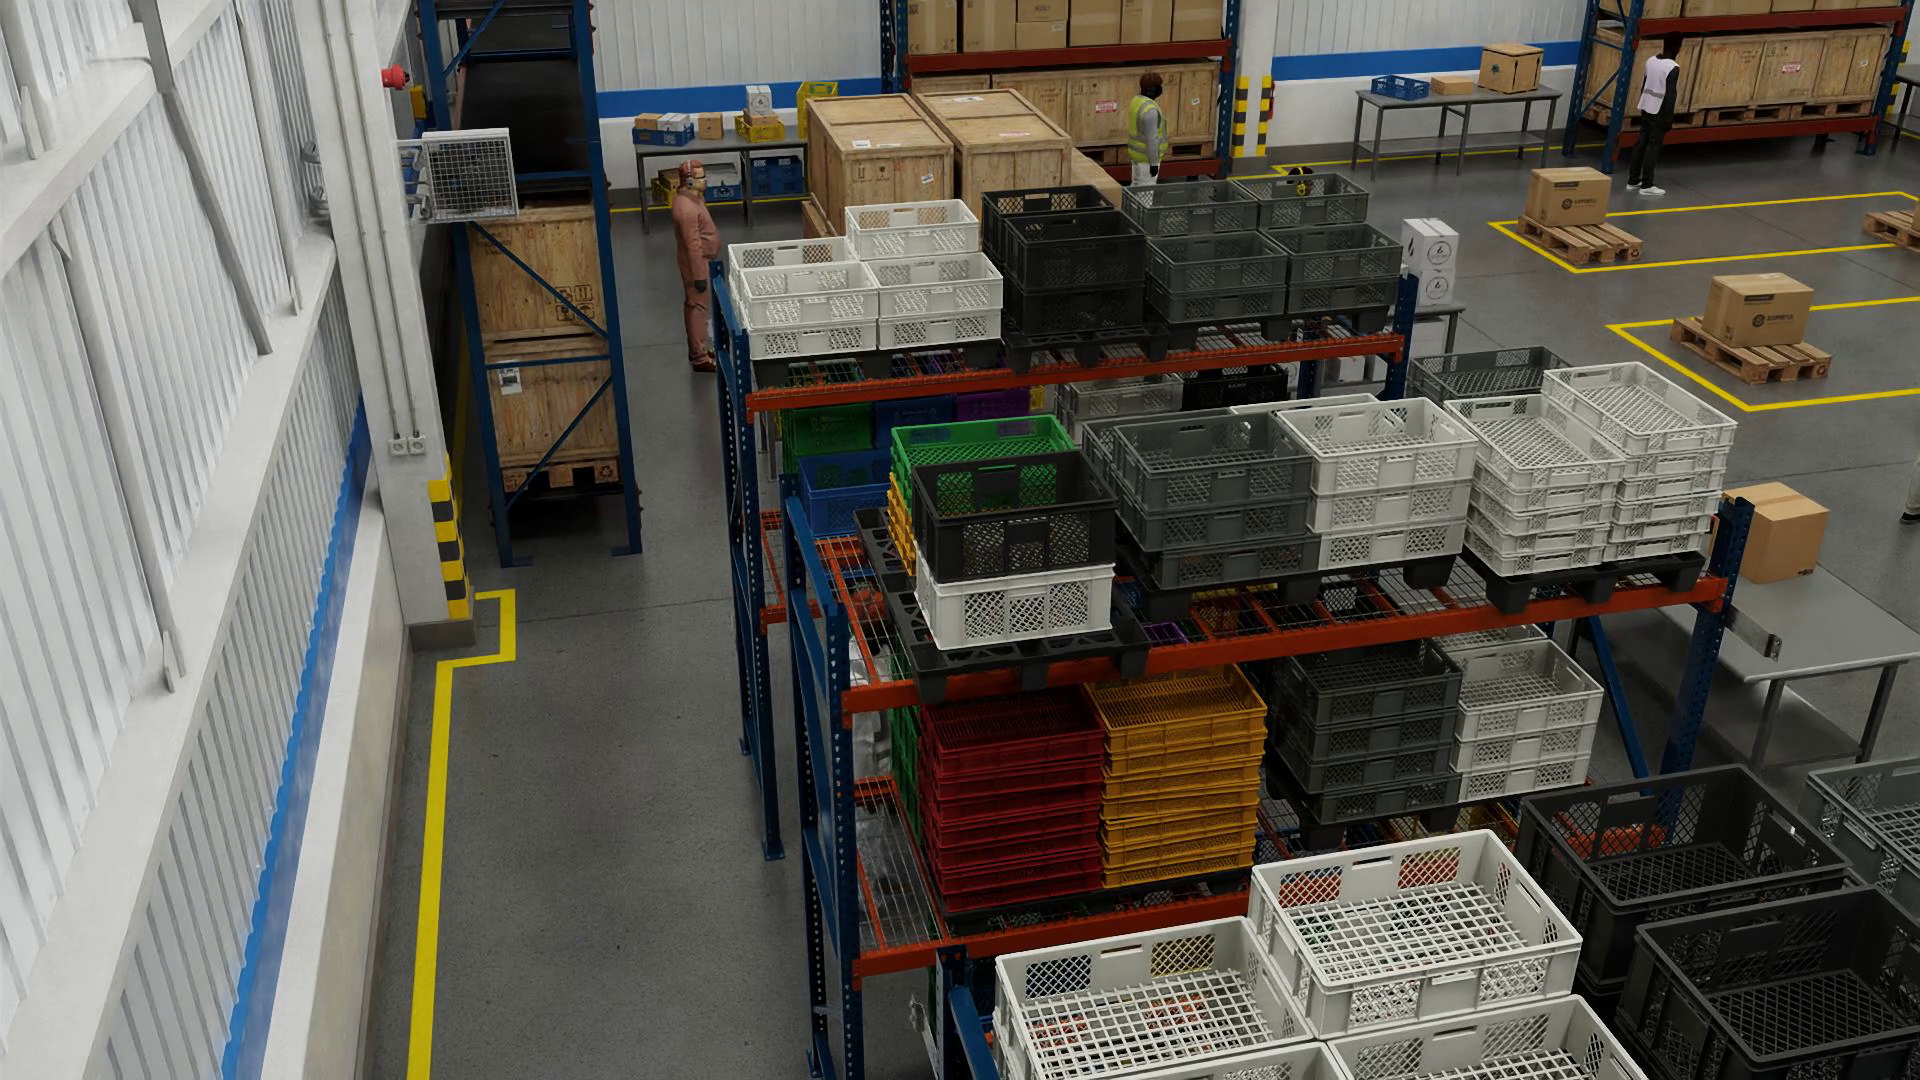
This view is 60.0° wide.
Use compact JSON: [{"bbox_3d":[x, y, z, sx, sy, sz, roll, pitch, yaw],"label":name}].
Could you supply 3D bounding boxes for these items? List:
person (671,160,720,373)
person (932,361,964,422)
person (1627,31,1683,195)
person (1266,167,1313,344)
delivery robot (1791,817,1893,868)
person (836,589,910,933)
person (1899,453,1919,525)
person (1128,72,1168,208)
[{"bbox_3d":[-2.350,-2.467,14.957,0.409,1.909,0.640,-6,28,-12],"label":"person"},{"bbox_3d":[-0.076,-0.249,10.720,0.373,1.936,0.629,-6,28,-12],"label":"person"},{"bbox_3d":[8.379,-5.141,20.024,0.393,1.913,0.591,-6,28,-12],"label":"person"},{"bbox_3d":[2.969,-2.413,14.905,0.329,1.861,0.508,-6,28,-12],"label":"person"},{"bbox_3d":[4.523,1.697,8.398,0.477,0.478,0.707,-6,28,-12],"label":"delivery robot"},{"bbox_3d":[-0.437,1.078,8.256,0.338,1.879,0.583,3,28,5],"label":"person"},{"bbox_3d":[7.247,-0.884,12.040,0.403,1.825,0.586,-6,28,-12],"label":"person"},{"bbox_3d":[2.068,-4.226,18.362,0.429,1.844,0.624,-6,28,-12],"label":"person"}]
